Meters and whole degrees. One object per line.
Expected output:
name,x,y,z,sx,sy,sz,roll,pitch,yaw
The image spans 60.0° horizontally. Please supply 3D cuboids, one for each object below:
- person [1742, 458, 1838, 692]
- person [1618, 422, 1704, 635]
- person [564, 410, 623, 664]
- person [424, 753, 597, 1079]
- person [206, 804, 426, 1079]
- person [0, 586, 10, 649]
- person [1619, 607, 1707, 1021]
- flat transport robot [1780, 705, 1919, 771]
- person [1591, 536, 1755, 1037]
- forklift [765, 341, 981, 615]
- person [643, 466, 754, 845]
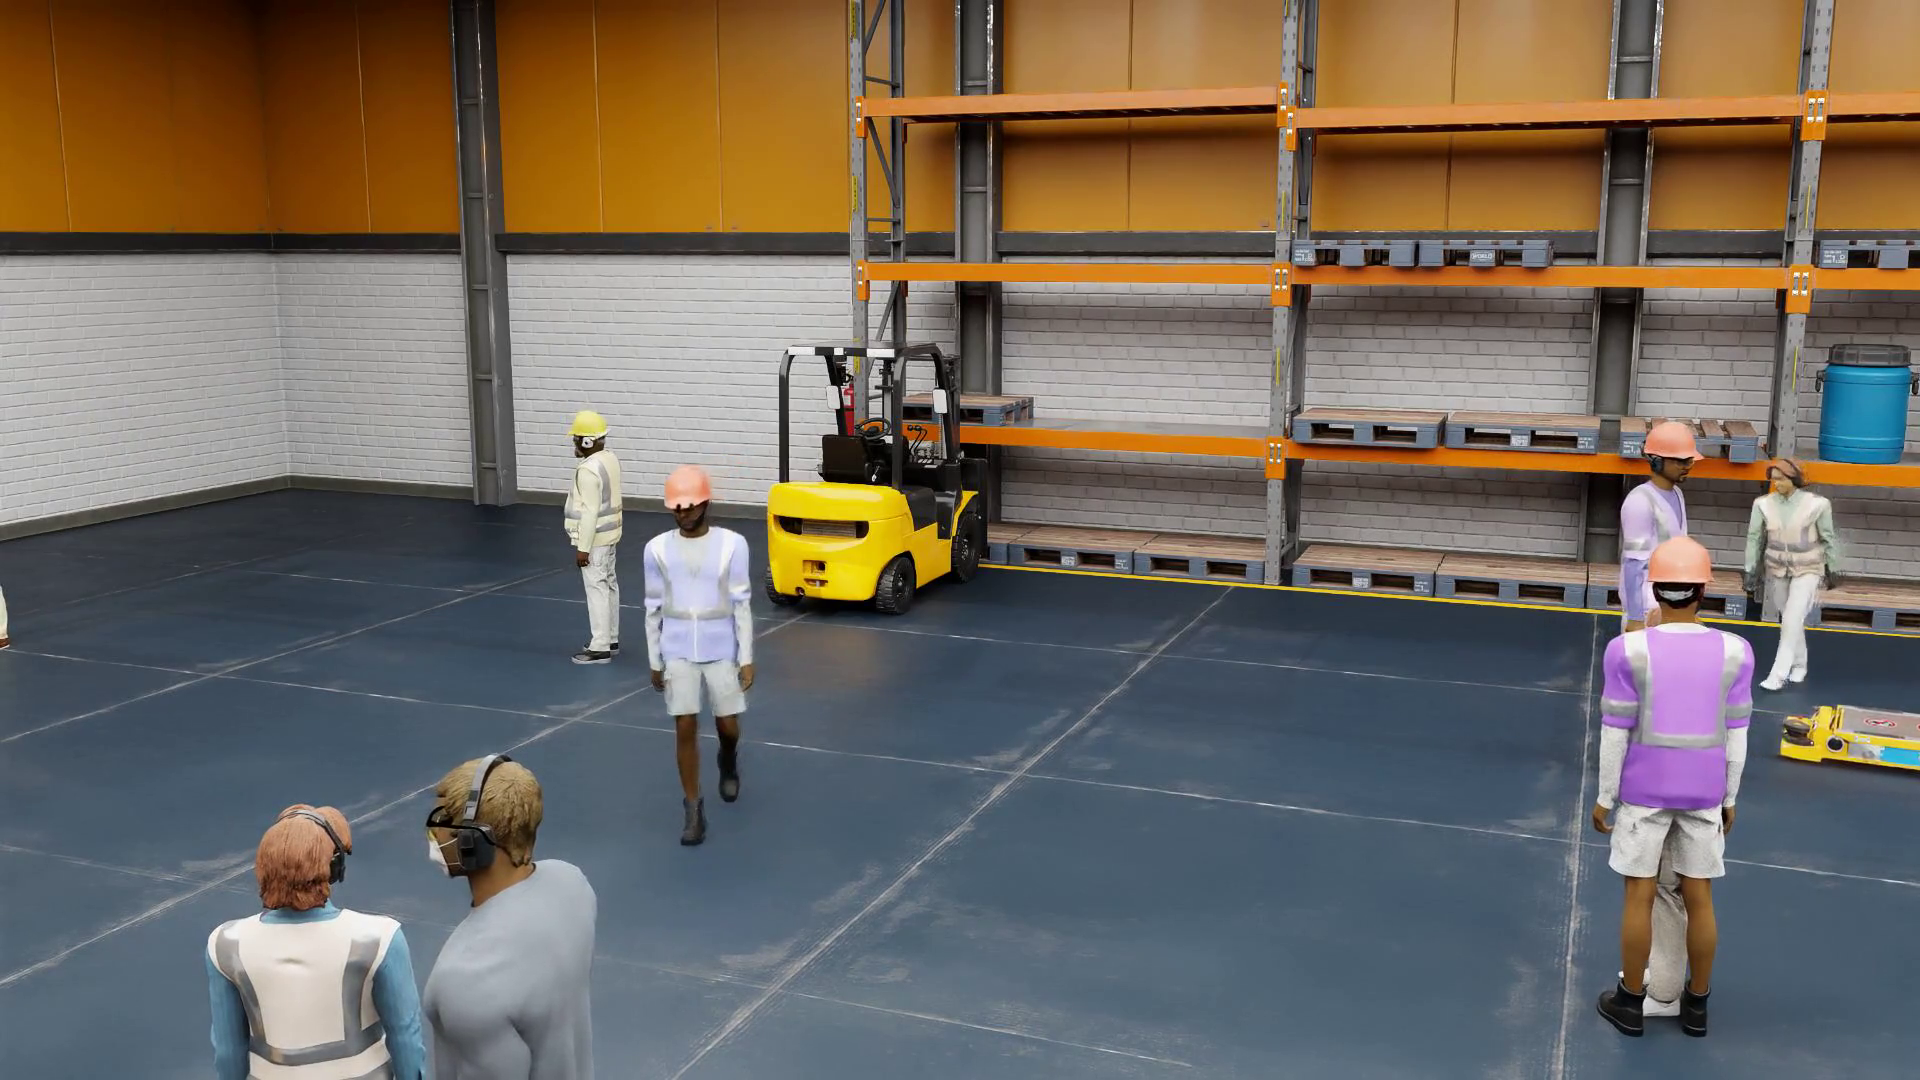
person,5.618,0.230,11.287,0.835,1.578,0.526,-8,13,-39
person,3.928,0.348,9.377,0.391,2.040,0.615,9,13,40
person,-2.649,-0.024,12.029,0.404,1.836,0.590,1,10,4
person,-0.996,1.415,3.721,0.372,1.940,0.627,1,10,5
person,-1.616,1.473,4.232,0.513,1.641,0.307,-1,10,-5
person,-7.336,0.026,12.330,0.501,1.627,0.270,4,11,19
person,2.768,1.063,6.521,0.313,1.639,0.513,6,12,29
flat transport robot,5.584,1.183,9.658,1.431,0.197,0.652,6,12,29
person,2.696,0.946,6.353,0.544,1.933,0.376,1,10,7
forklift,-0.739,-0.602,14.246,1.214,2.155,2.313,4,11,21
person,-1.330,0.558,8.534,0.563,1.923,0.650,0,10,-1
